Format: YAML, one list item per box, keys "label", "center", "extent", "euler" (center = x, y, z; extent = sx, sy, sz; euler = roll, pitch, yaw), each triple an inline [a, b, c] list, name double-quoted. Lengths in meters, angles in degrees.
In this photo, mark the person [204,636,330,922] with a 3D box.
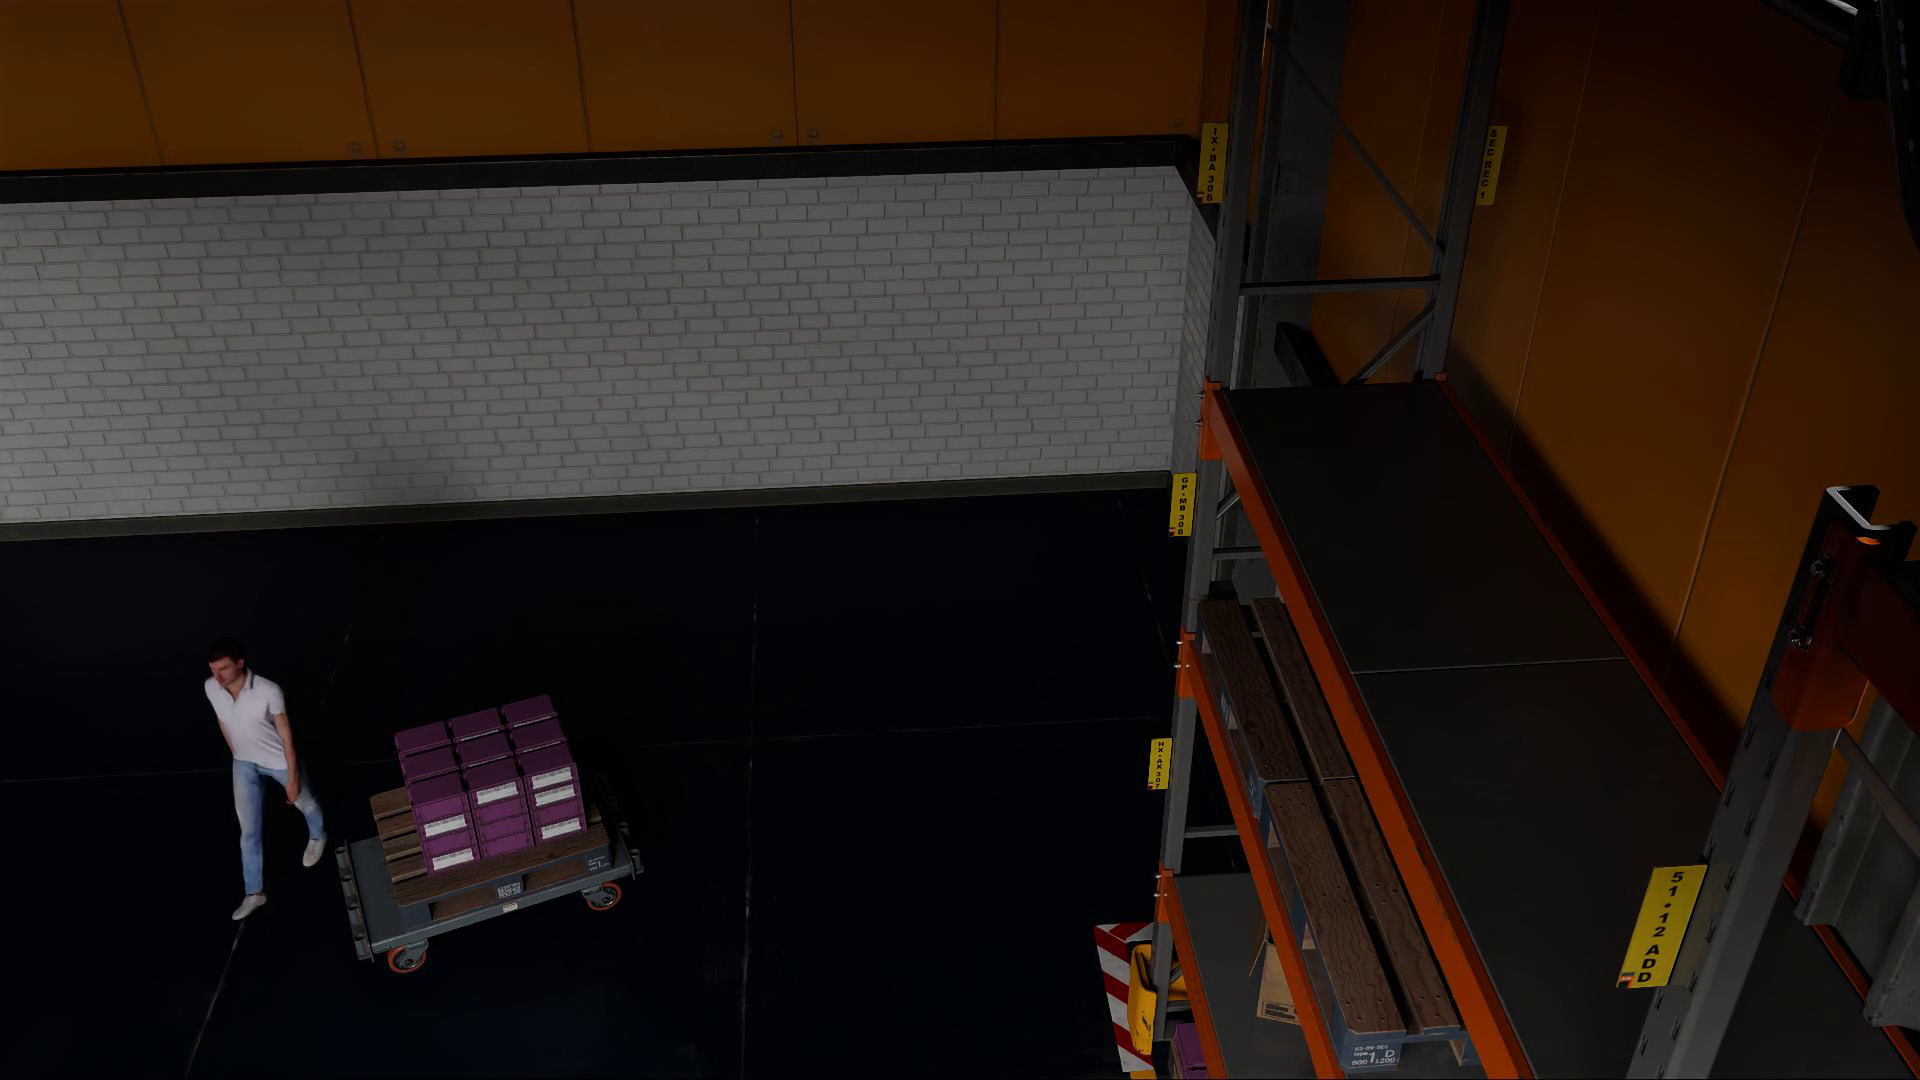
- label: "person"
  center: [-4.040, 1.252, 9.836]
  extent: [0.767, 1.811, 1.121]
  euler: [1, 34, 2]
